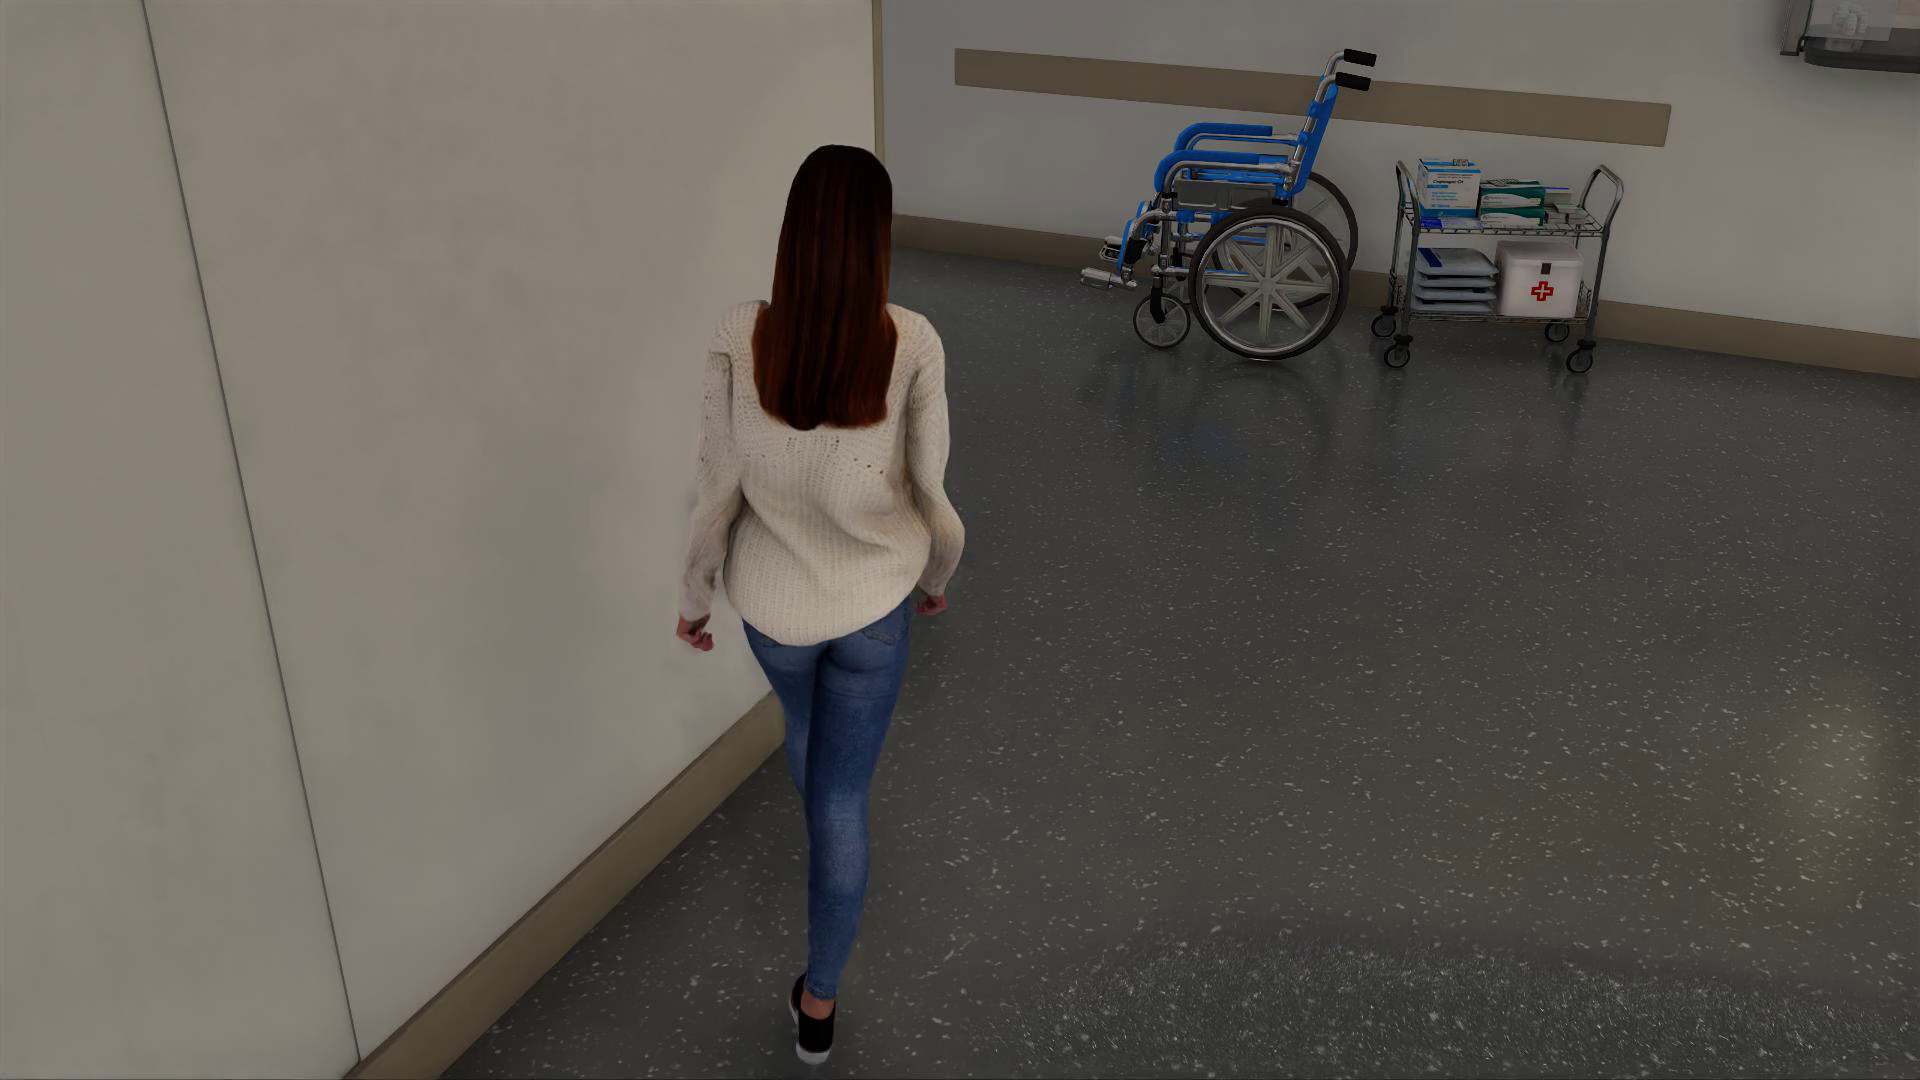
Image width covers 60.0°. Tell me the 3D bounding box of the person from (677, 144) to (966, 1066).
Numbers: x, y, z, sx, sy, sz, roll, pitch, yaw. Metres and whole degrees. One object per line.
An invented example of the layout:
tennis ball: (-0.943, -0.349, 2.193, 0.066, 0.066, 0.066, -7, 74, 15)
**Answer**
person: (-0.239, 0.181, 3.044, 0.938, 1.637, 1.207, 1, 26, 2)
